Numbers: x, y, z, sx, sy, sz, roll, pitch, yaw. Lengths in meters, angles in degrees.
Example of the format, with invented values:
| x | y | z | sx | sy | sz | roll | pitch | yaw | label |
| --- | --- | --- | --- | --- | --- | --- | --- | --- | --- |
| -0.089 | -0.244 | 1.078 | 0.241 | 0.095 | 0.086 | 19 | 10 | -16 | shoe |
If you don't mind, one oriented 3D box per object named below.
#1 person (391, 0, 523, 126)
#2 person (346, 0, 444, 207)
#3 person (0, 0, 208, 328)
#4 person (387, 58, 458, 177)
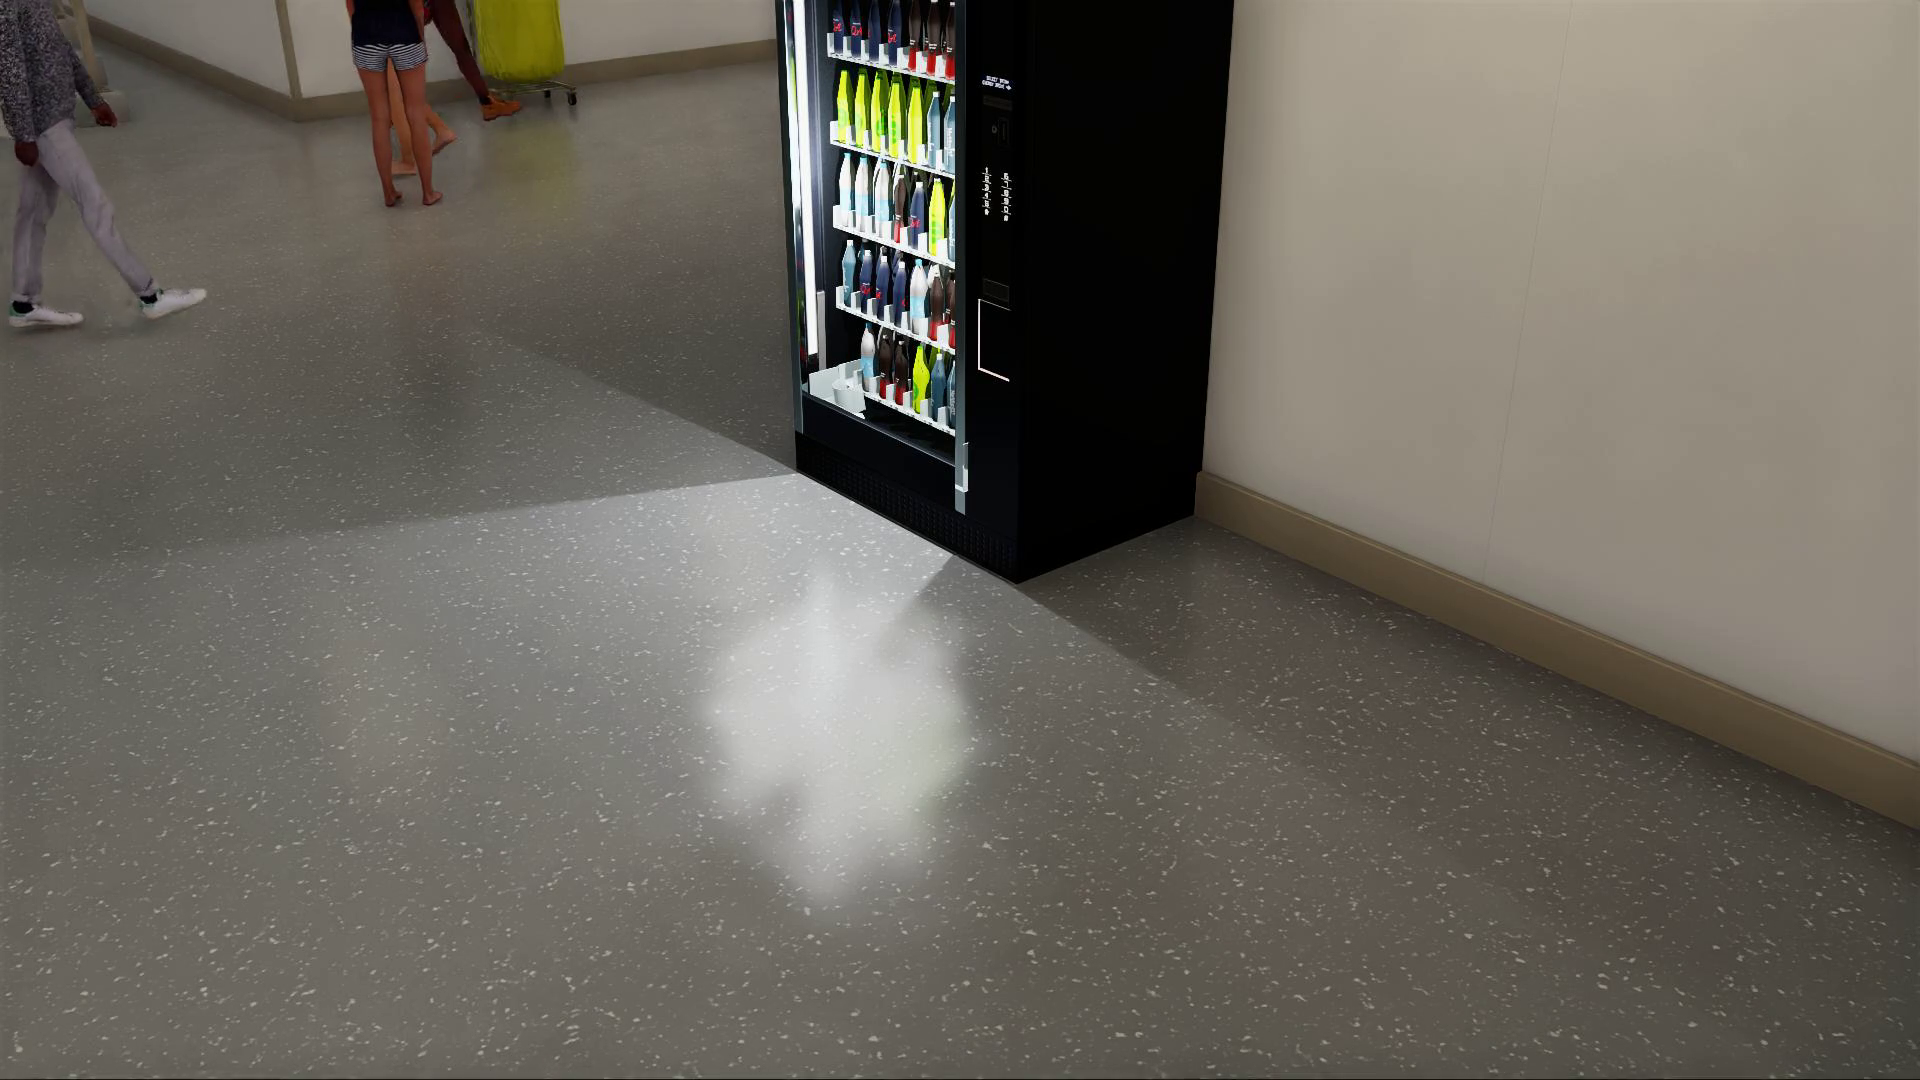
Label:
| x | y | z | sx | sy | sz | roll | pitch | yaw | label |
| --- | --- | --- | --- | --- | --- | --- | --- | --- | --- |
| -3.630 | -3.509 | 10.926 | 0.805 | 1.660 | 1.191 | -14 | 29 | -26 | person |
| -3.174 | -2.743 | 9.217 | 0.648 | 1.764 | 0.669 | -5 | 26 | -11 | person |
| -4.046 | -1.768 | 7.148 | 0.988 | 1.806 | 1.108 | -11 | 28 | -21 | person |
| -3.276 | -3.012 | 9.830 | 0.816 | 1.717 | 0.774 | -4 | 26 | -8 | person |
